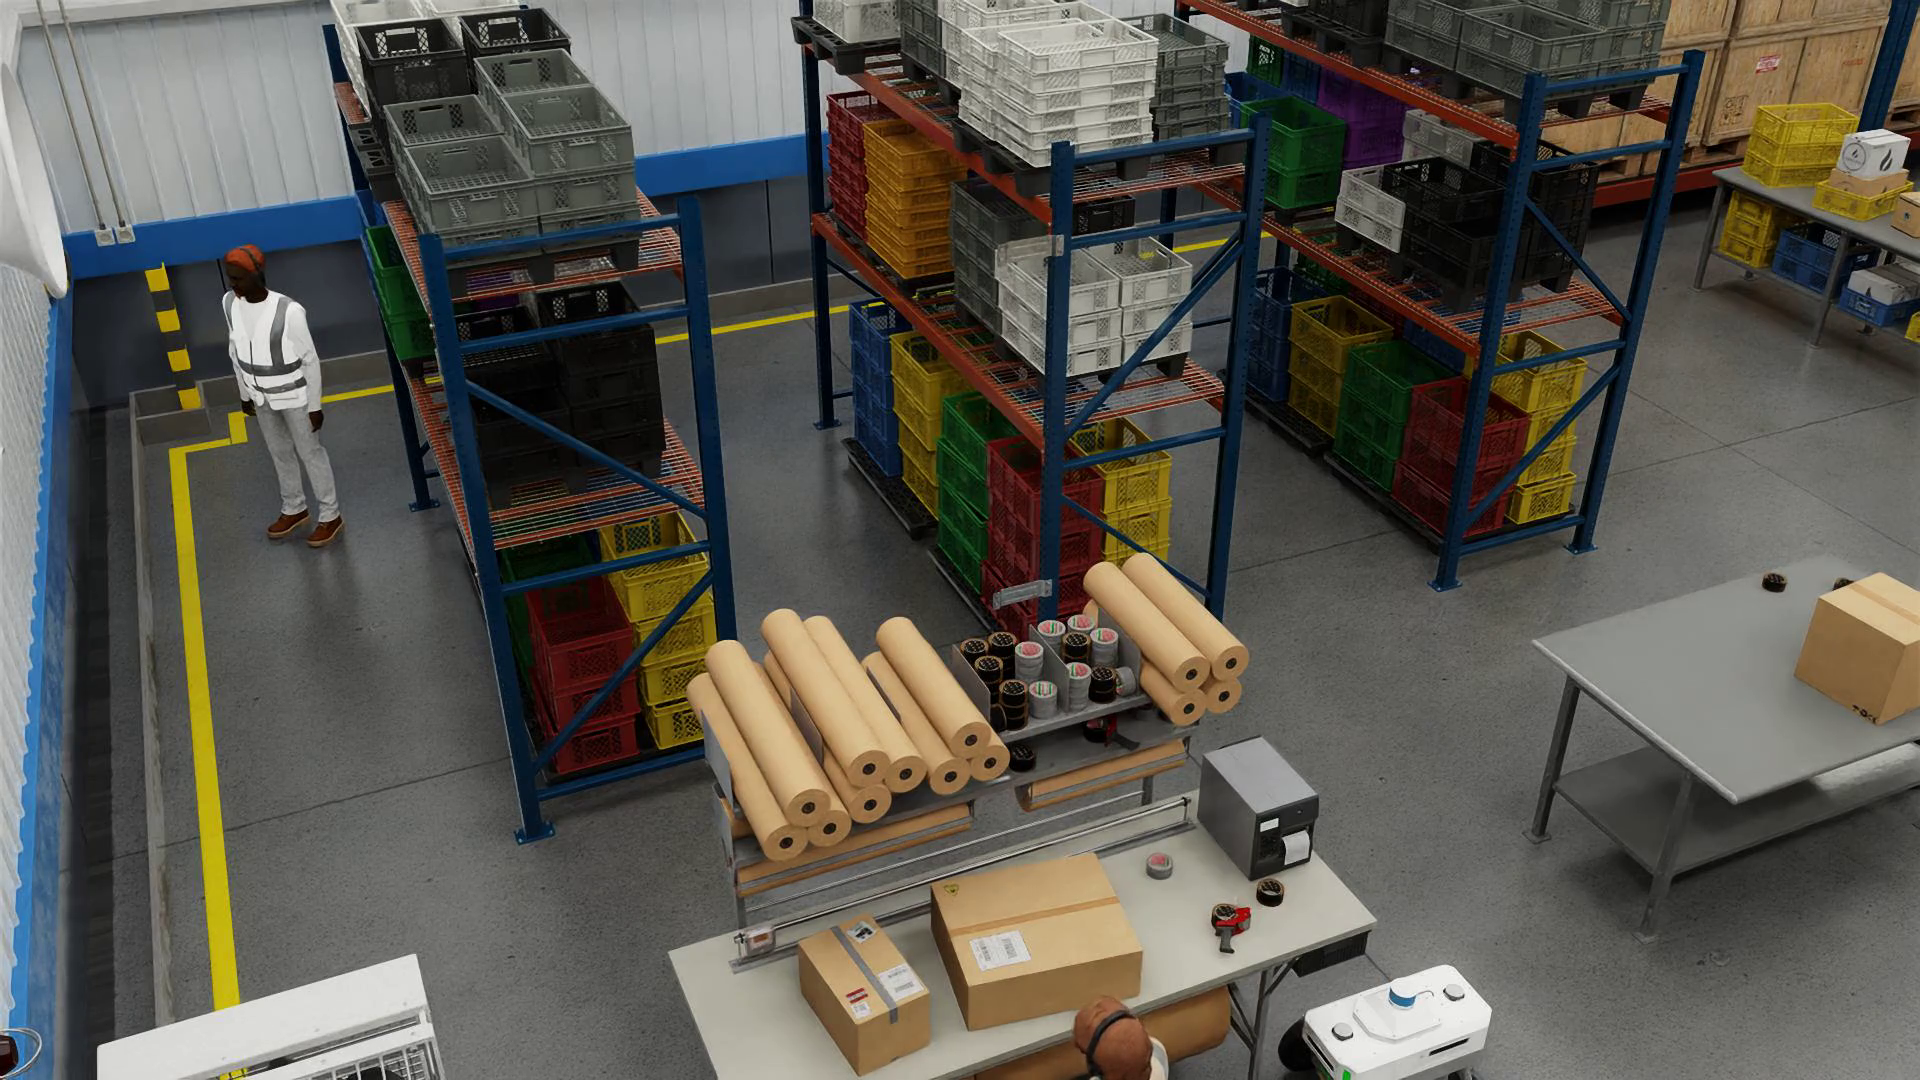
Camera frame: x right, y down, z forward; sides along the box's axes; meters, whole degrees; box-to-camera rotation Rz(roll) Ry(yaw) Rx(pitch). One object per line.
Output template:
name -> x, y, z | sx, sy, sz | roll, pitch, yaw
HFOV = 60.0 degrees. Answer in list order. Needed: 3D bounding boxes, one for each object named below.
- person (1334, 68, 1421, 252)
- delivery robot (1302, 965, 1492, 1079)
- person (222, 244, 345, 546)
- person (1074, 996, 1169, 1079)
person -> 3.429, -3.300, 13.736 | 0.625, 1.933, 0.375 | 18, 36, 26
delivery robot -> 1.700, 1.913, 6.482 | 0.707, 0.478, 0.477 | -12, 34, -19
person -> -4.003, -0.842, 9.784 | 0.587, 1.882, 0.341 | 12, 33, 18
person -> 0.479, 2.088, 5.258 | 0.315, 1.636, 0.515 | 17, 35, 25
